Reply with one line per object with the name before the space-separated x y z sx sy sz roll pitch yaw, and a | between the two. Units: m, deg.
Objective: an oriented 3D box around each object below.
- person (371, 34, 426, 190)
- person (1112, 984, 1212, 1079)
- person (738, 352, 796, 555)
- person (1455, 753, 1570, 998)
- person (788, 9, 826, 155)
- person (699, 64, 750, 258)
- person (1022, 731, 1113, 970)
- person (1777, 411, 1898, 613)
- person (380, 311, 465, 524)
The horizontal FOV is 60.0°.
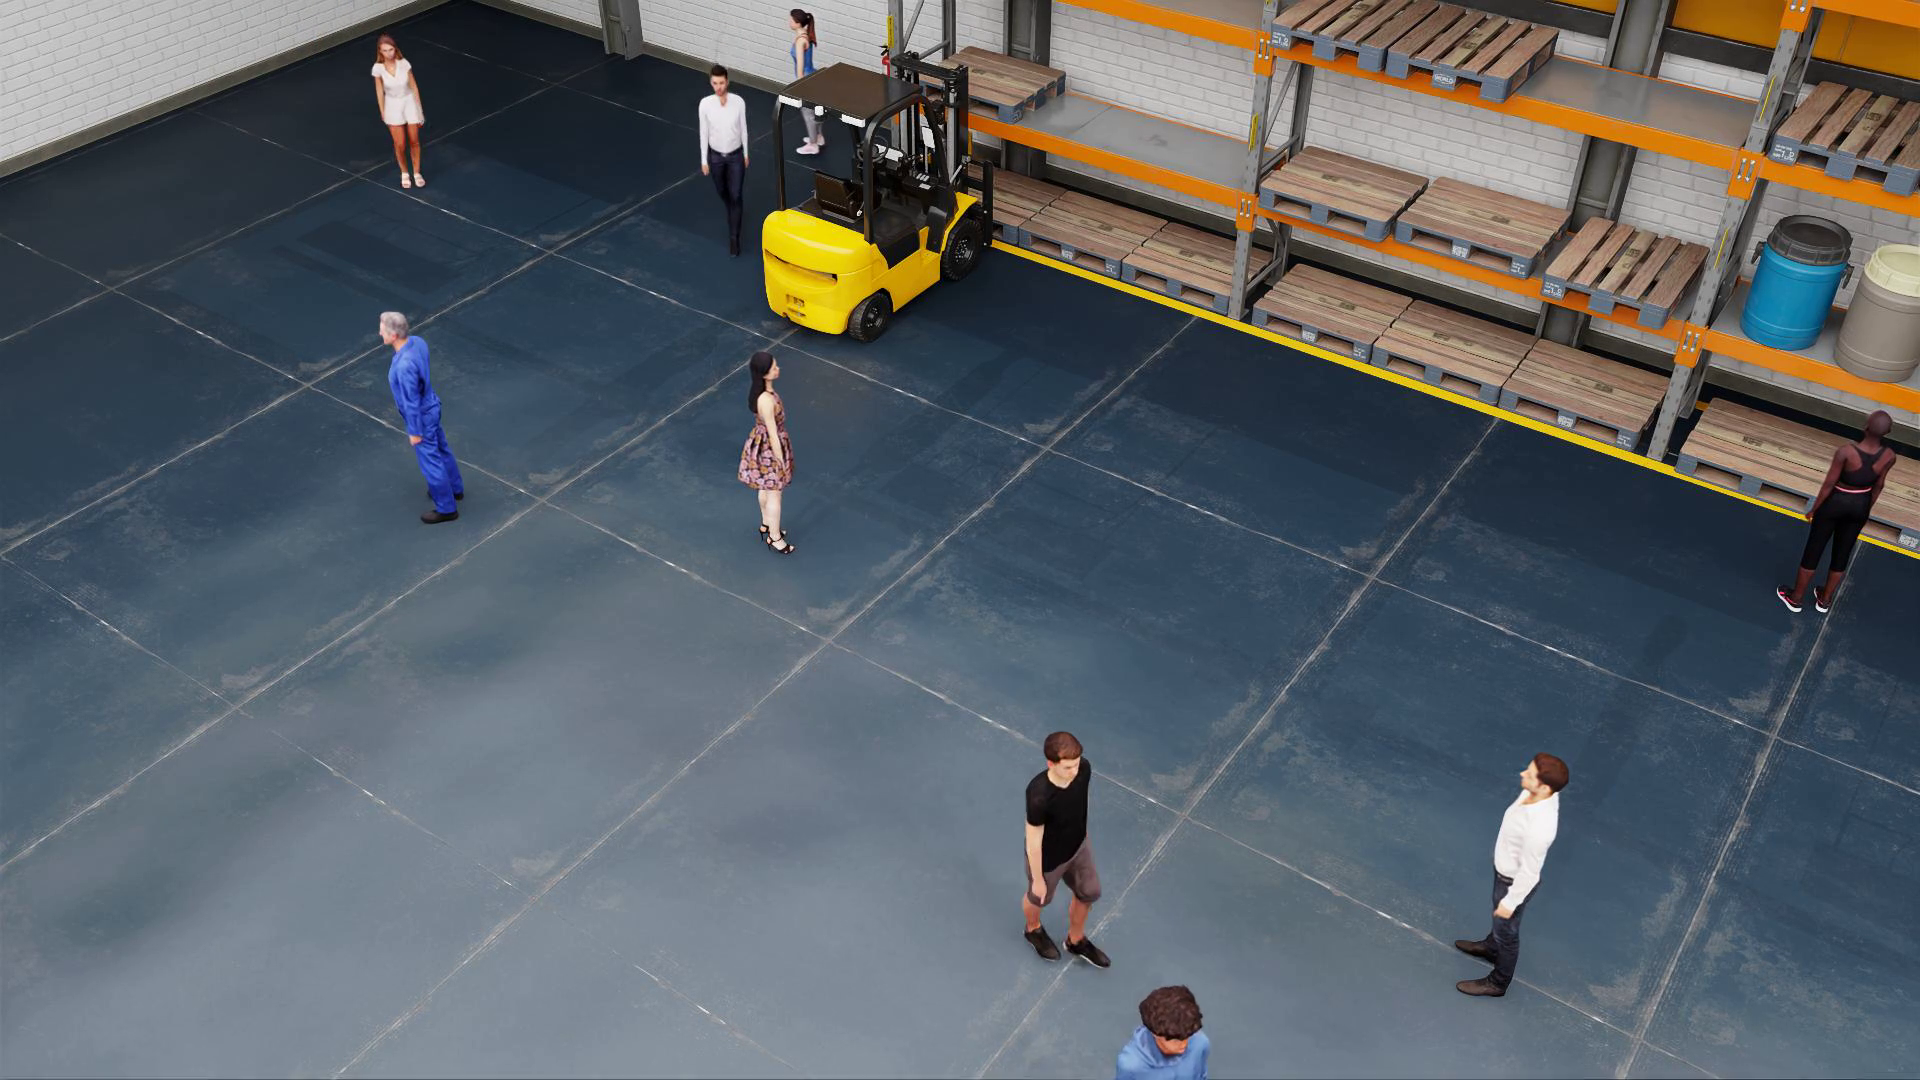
person | -5.936 -4.588 17.660 0.685 1.684 0.727 -20 43 -23
person | 0.937 2.778 8.354 1.021 1.787 1.155 -14 41 -16
person | -1.439 -0.671 12.683 0.863 1.774 0.789 -12 40 -15
person | 3.150 1.887 9.403 0.666 1.871 0.725 10 40 13
person | -1.690 -5.057 18.312 0.650 1.604 0.643 7 39 8
person | -2.340 -3.885 16.654 1.220 1.842 1.198 -2 39 -2
person | 0.499 1.726 9.624 0.790 1.845 0.884 -29 47 -32
person | 6.429 -0.204 12.111 0.617 1.758 0.722 3 39 4
person | -4.203 -0.979 13.027 0.822 1.825 0.783 -4 39 -5
